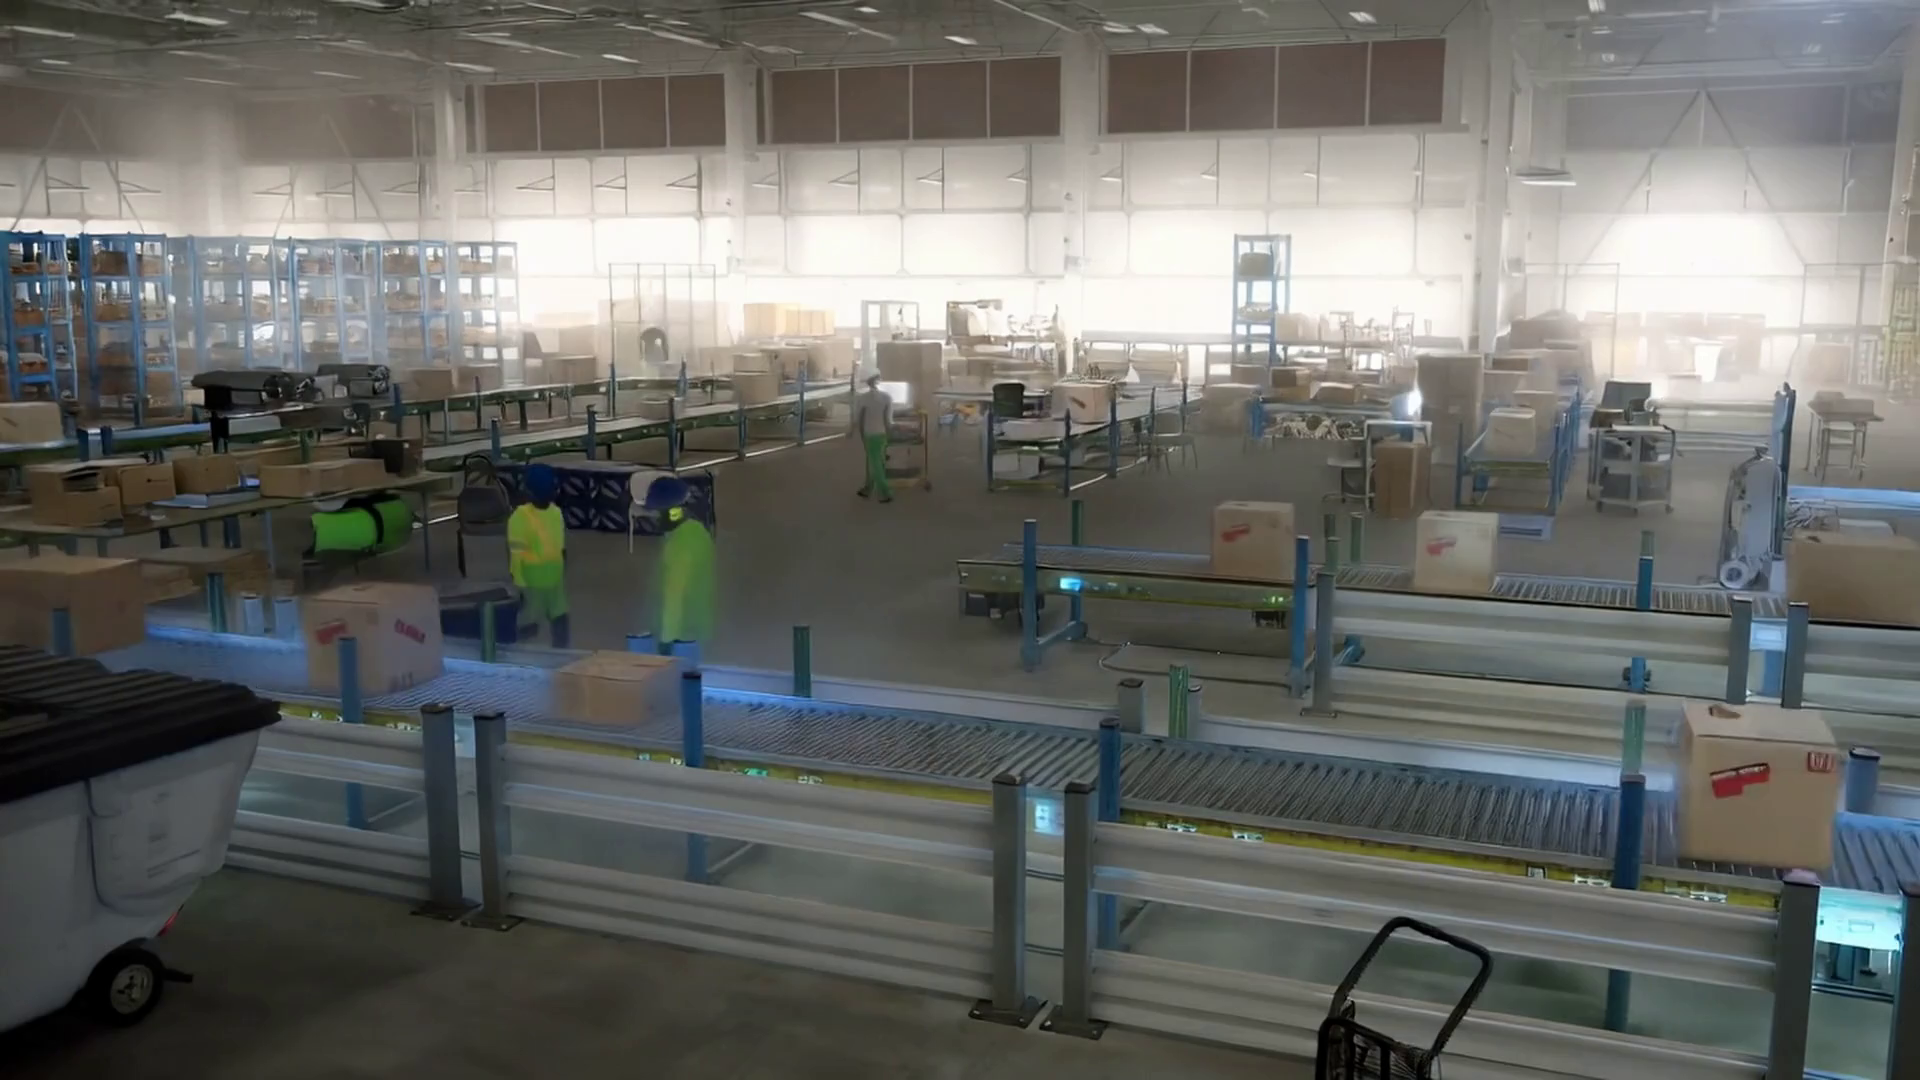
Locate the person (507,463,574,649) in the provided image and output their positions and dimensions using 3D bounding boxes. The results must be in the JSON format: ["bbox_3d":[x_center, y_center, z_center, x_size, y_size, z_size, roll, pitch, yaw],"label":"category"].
[{"bbox_3d":[-3.027,0.276,11.700,0.675,1.675,0.541,5,11,30],"label":"person"}]

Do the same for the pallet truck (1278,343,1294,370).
[{"bbox_3d":[7.886,-4.163,39.743,0.653,1.274,1.630,4,10,22],"label":"pallet truck"}]

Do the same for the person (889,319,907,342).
[{"bbox_3d":[-1.352,-4.068,37.596,0.403,1.823,0.586,-5,11,-30],"label":"person"}]

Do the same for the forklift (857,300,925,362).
[{"bbox_3d":[-1.732,-5.109,42.468,1.157,1.987,2.680,4,10,22],"label":"forklift"}]

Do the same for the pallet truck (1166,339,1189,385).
[{"bbox_3d":[5.418,-4.269,40.420,0.704,1.261,1.522,3,10,20],"label":"pallet truck"}]

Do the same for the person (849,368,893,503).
[{"bbox_3d":[-1.112,-1.347,21.419,0.540,1.720,0.905,-8,12,-39],"label":"person"}]

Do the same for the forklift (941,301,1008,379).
[{"bbox_3d":[0.365,-4.966,41.571,1.157,1.987,2.680,3,10,20],"label":"forklift"}]

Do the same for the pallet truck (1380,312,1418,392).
[{"bbox_3d":[10.207,-4.283,38.369,0.823,1.965,1.885,3,10,20],"label":"pallet truck"}]

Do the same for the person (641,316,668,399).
[{"bbox_3d":[-6.949,-4.140,37.808,0.659,1.892,0.619,5,11,28],"label":"person"}]

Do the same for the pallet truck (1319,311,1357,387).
[{"bbox_3d":[9.071,-4.419,39.190,0.823,1.965,1.885,5,10,26],"label":"pallet truck"}]

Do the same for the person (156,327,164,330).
[{"bbox_3d":[-17.937,-4.030,37.348,0.573,1.831,0.405,-7,12,-35],"label":"person"}]

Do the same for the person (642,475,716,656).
[{"bbox_3d":[-1.613,0.500,9.962,0.583,1.806,0.609,0,9,-3],"label":"person"}]

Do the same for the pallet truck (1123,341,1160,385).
[{"bbox_3d":[4.445,-4.380,41.279,0.680,1.201,1.601,4,10,22],"label":"pallet truck"}]
